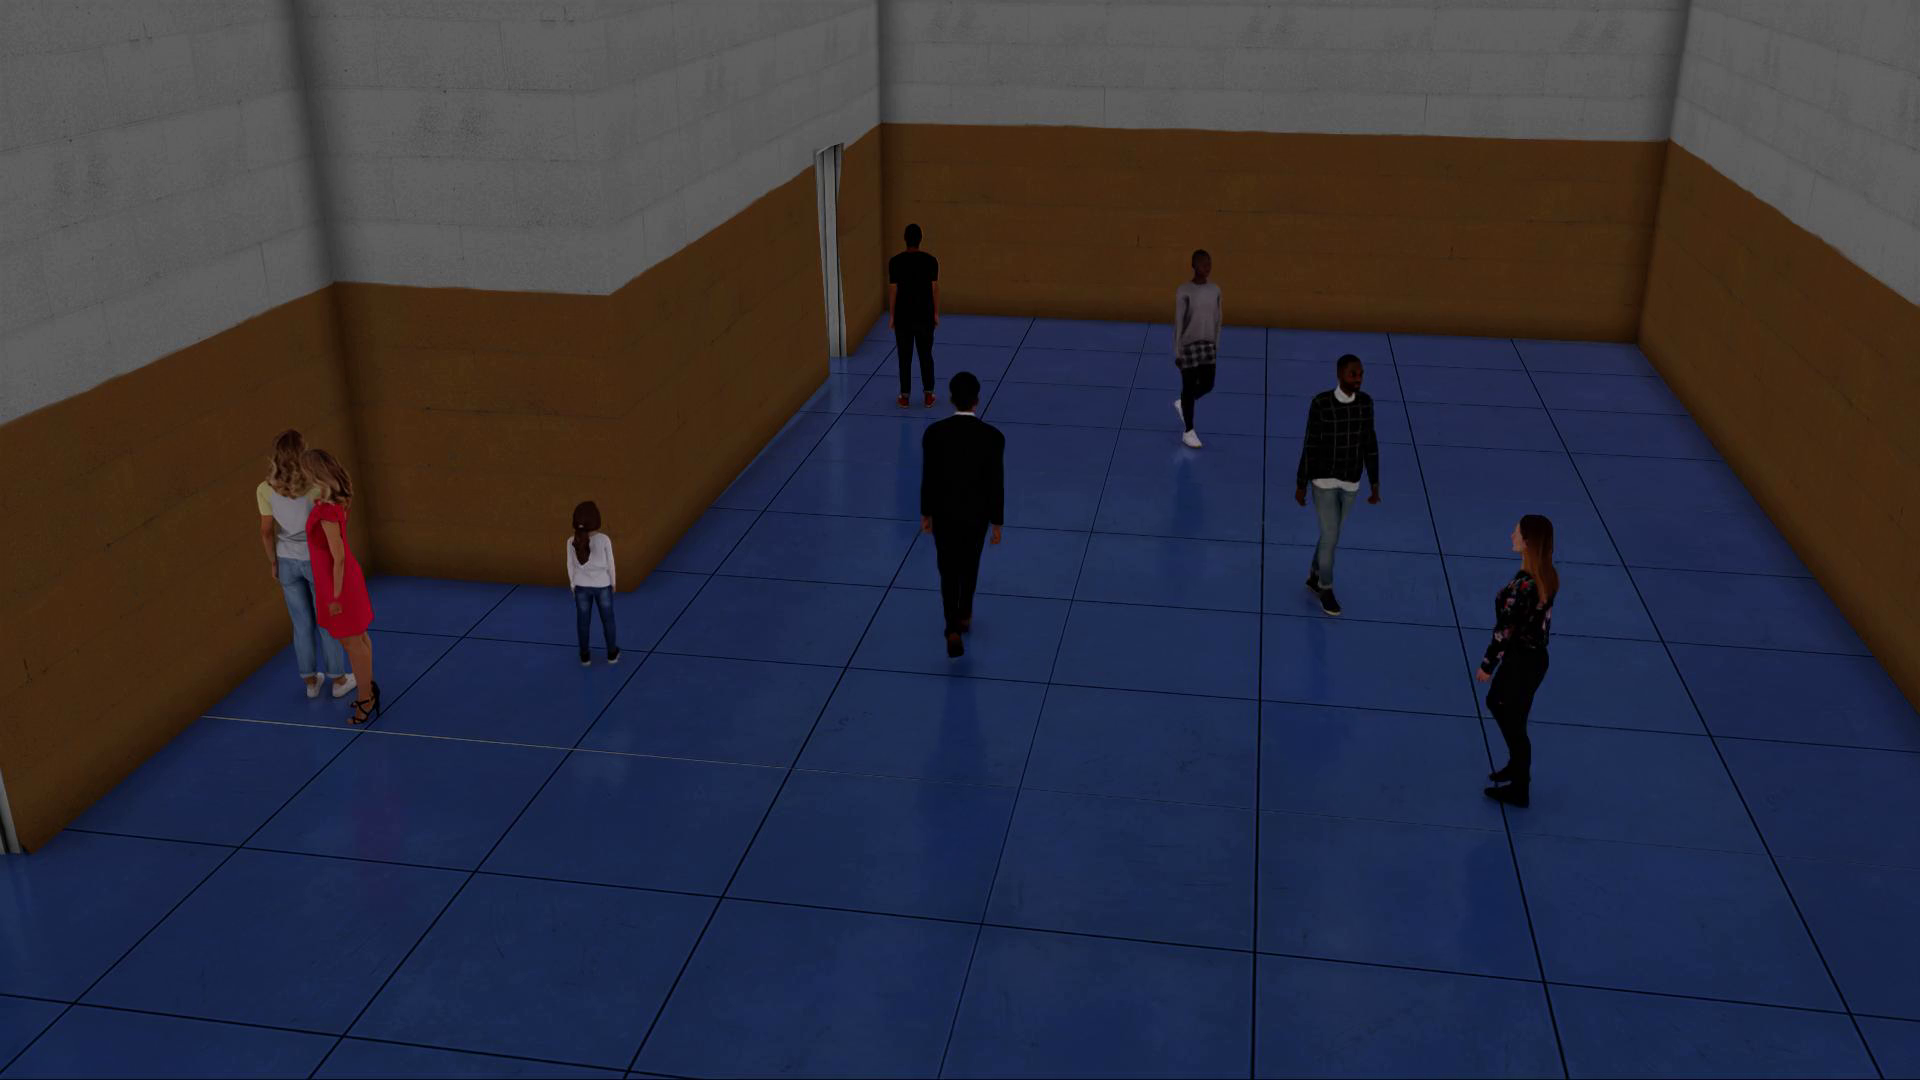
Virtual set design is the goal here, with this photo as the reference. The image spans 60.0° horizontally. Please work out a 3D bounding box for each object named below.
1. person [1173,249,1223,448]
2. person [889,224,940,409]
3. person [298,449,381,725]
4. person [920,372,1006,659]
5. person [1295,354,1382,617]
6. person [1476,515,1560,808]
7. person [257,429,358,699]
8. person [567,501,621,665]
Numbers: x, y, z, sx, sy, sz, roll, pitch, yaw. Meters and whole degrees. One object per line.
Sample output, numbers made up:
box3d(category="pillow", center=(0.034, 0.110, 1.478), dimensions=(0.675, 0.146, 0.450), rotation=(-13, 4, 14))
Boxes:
box3d(category="person", center=(2.054, -1.730, 14.851), dimensions=(0.898, 1.758, 0.915), rotation=(-9, 24, -21))
box3d(category="person", center=(-0.439, -2.133, 15.857), dimensions=(0.572, 1.757, 0.744), rotation=(-2, 22, -5))
box3d(category="person", center=(-3.685, 0.264, 9.932), dimensions=(0.664, 1.726, 0.652), rotation=(-6, 23, -14))
box3d(category="person", center=(-0.006, -0.137, 10.761), dimensions=(1.132, 1.852, 0.882), rotation=(0, 22, 1))
box3d(category="person", center=(2.560, -0.437, 11.583), dimensions=(0.935, 1.797, 0.975), rotation=(-7, 23, -17))
box3d(category="person", center=(3.118, 0.683, 8.965), dimensions=(0.683, 1.669, 0.678), rotation=(13, 25, 29))
box3d(category="person", center=(-4.000, 0.156, 10.188), dimensions=(0.502, 1.722, 0.703), rotation=(1, 22, 3))
box3d(category="person", center=(-2.374, 0.267, 10.749), dimensions=(0.483, 1.112, 0.567), rotation=(-3, 22, -8))
